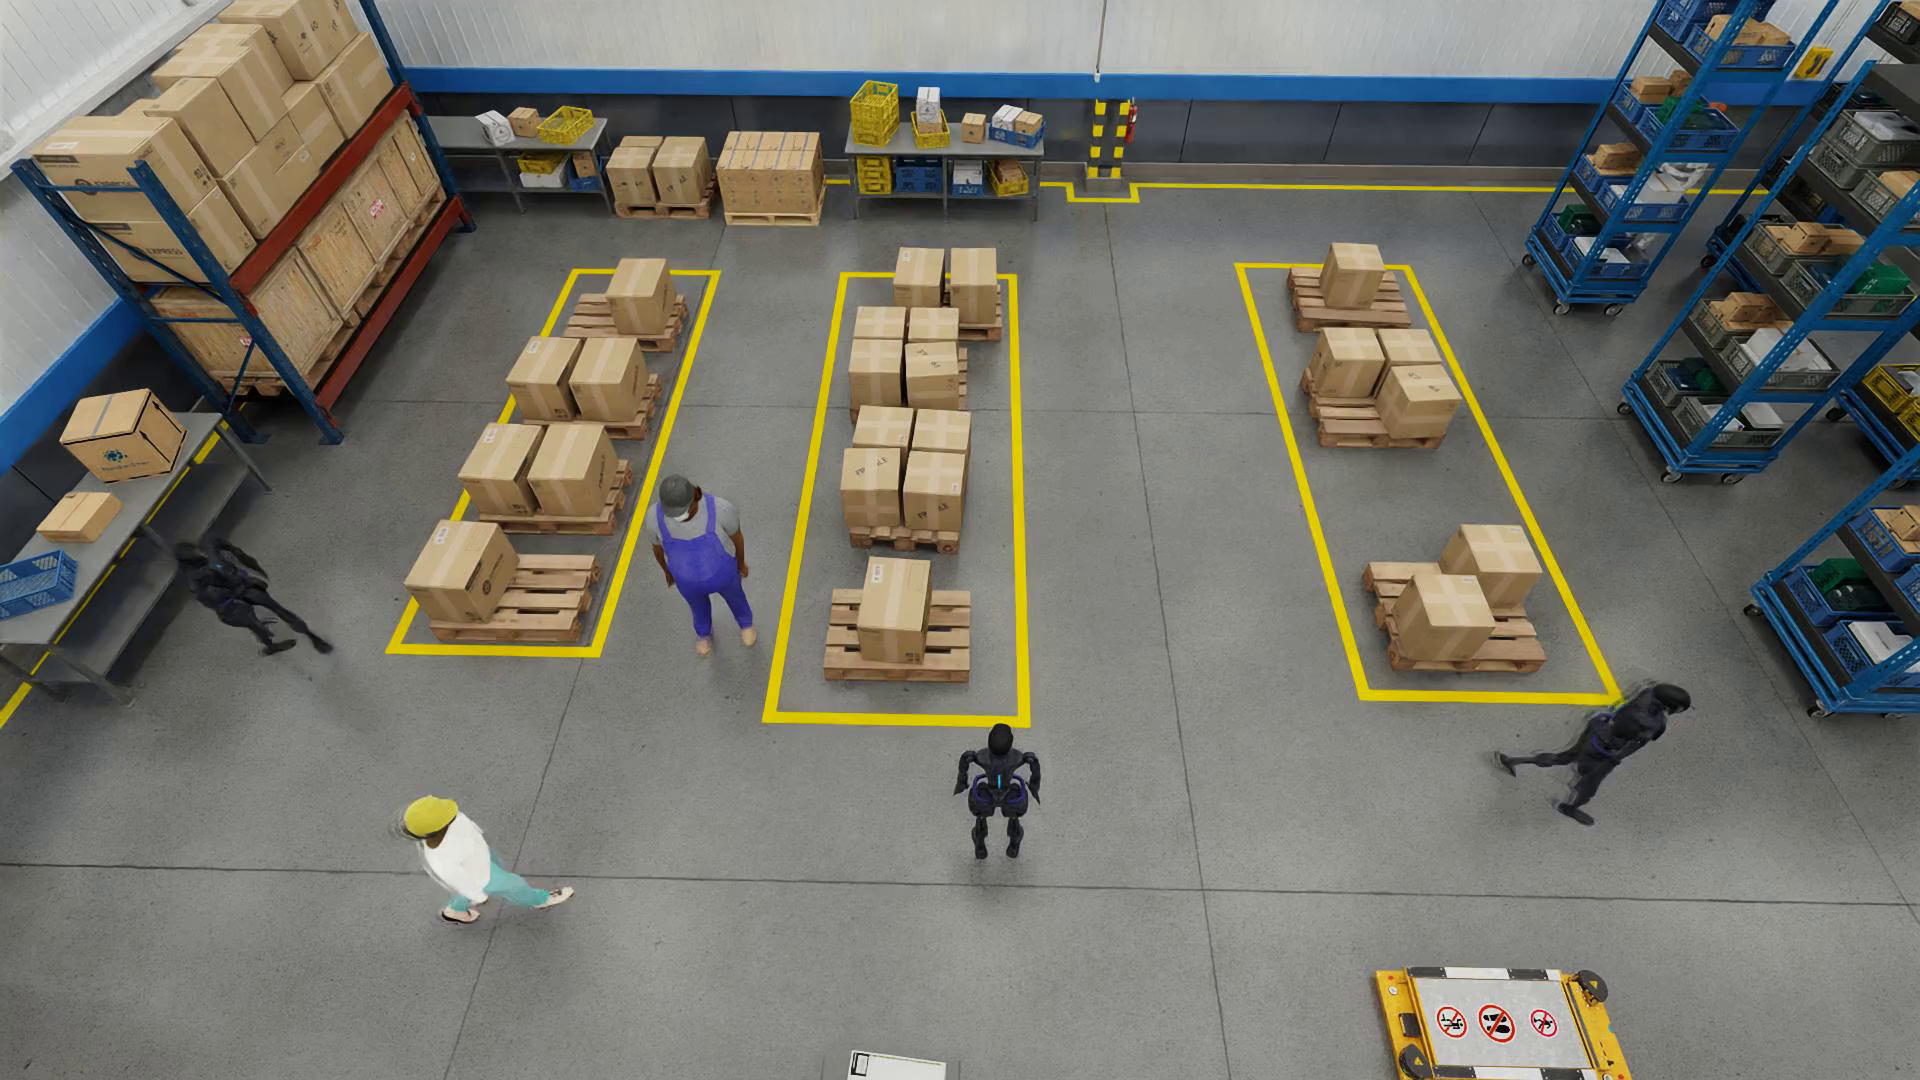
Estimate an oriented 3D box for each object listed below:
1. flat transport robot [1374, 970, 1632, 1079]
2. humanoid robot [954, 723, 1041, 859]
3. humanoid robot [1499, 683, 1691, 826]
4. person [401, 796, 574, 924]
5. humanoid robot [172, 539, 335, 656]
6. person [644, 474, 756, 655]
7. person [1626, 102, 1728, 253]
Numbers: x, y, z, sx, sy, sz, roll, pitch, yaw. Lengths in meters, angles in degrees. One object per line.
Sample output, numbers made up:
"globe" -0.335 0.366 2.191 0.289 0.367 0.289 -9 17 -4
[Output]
"flat transport robot" 3.501 3.133 5.914 1.431 0.197 0.652 1 51 1
"humanoid robot" 0.254 1.694 6.186 0.599 1.657 0.331 1 51 1
"humanoid robot" 4.471 1.427 6.442 0.713 1.651 0.603 25 55 19
"person" -3.150 2.078 5.841 0.730 1.741 0.528 -22 54 -17
"humanoid robot" -5.641 0.450 7.233 0.678 1.607 0.616 6 51 5
"person" -1.996 0.228 7.158 0.687 2.000 0.536 -8 51 -6
"person" 8.492 -4.278 10.932 0.361 1.882 0.573 1 51 1
